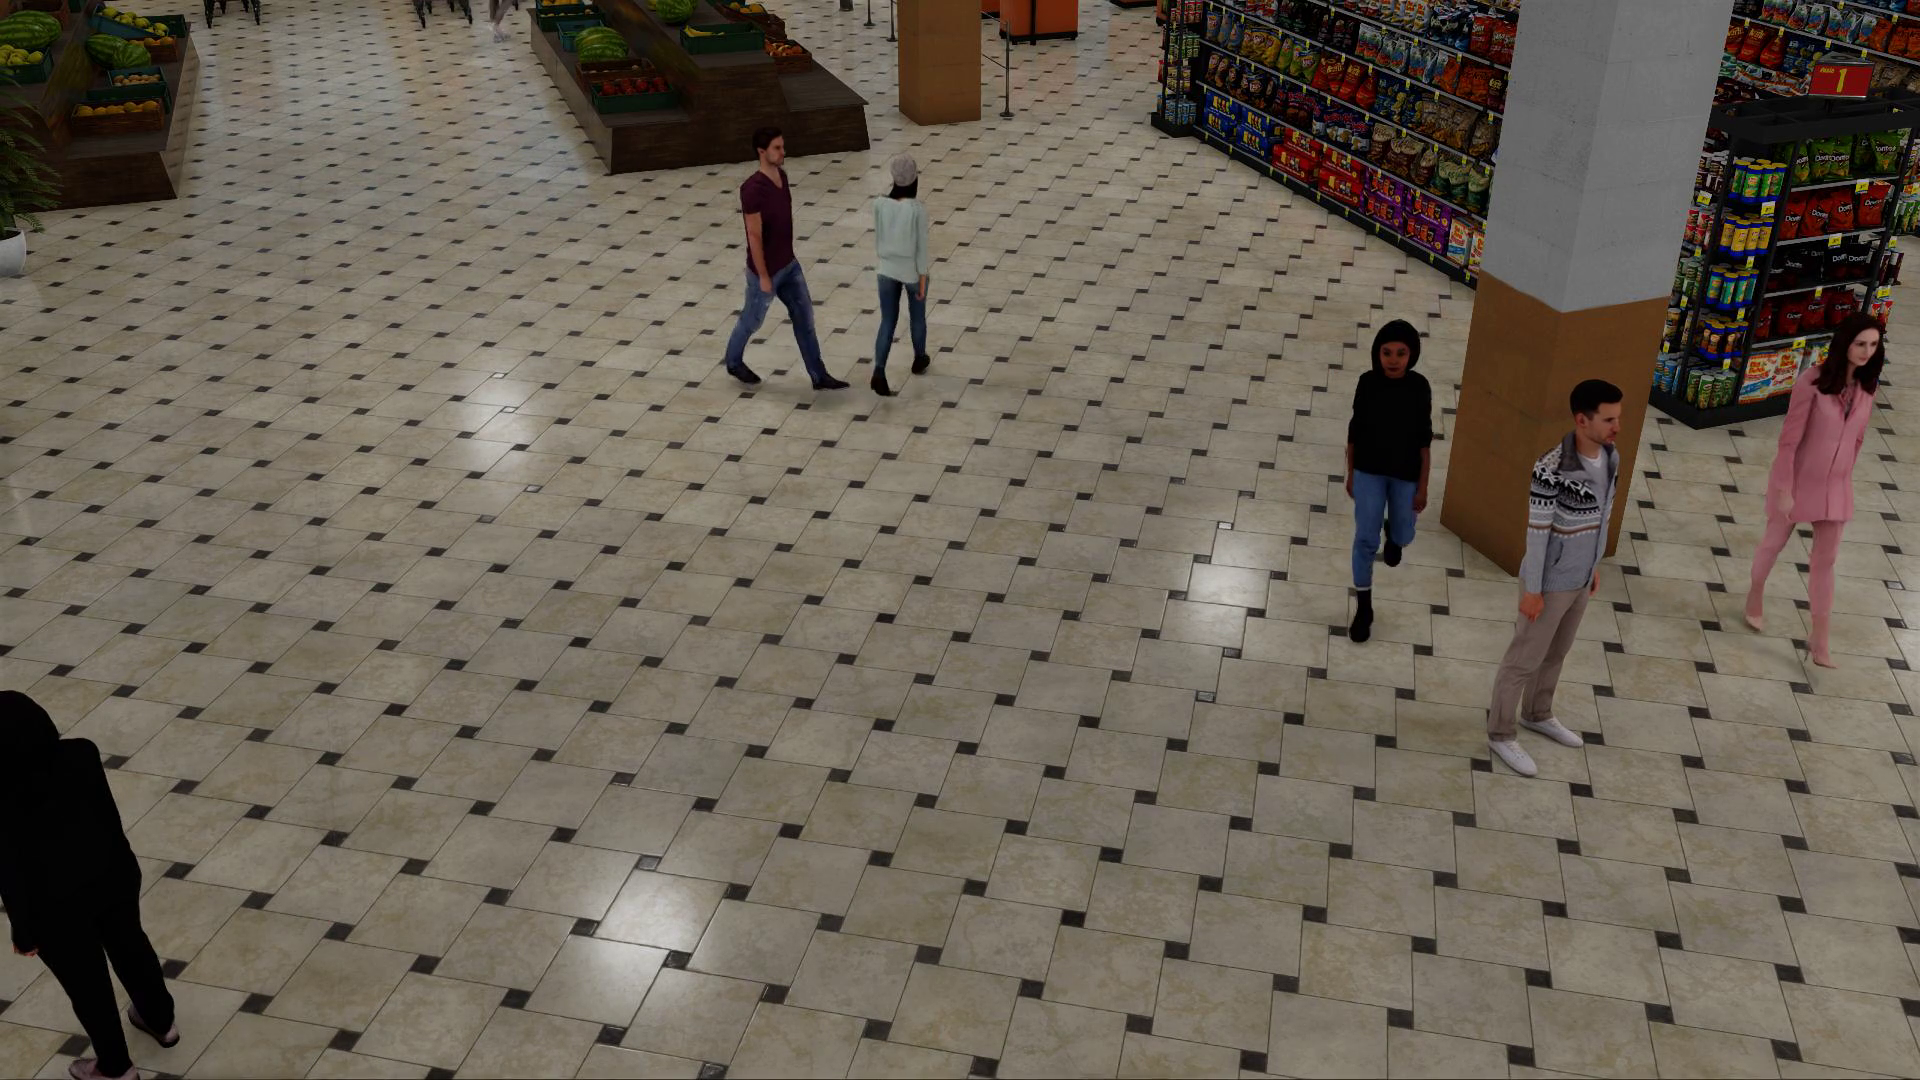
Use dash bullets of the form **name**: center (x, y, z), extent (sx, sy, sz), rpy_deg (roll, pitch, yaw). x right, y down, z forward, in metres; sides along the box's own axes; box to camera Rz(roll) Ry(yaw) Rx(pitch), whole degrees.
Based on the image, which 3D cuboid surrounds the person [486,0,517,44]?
- **person**: center (-5.863, -7.129, 20.750), extent (0.856, 1.822, 0.921), rpy_deg (14, 32, 24)

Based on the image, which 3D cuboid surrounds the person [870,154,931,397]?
- **person**: center (-0.424, -1.747, 11.113), extent (1.007, 1.611, 1.152), rpy_deg (9, 30, 15)

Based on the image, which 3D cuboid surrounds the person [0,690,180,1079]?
- **person**: center (-3.025, 1.205, 5.701), extent (0.825, 1.616, 0.756), rpy_deg (11, 30, 19)

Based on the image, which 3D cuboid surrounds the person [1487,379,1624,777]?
- **person**: center (2.663, 0.135, 7.404), extent (0.751, 1.861, 0.698), rpy_deg (-22, 35, -34)

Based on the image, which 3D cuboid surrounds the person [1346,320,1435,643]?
- **person**: center (2.174, -0.345, 8.468), extent (0.905, 1.683, 1.057), rpy_deg (4, 29, 8)

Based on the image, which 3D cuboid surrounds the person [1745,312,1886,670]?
- **person**: center (4.188, -0.301, 8.298), extent (0.844, 1.770, 1.068), rpy_deg (0, 29, 0)

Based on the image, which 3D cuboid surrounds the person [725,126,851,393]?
- **person**: center (-1.331, -1.829, 11.061), extent (1.244, 1.804, 1.163), rpy_deg (14, 31, 23)
